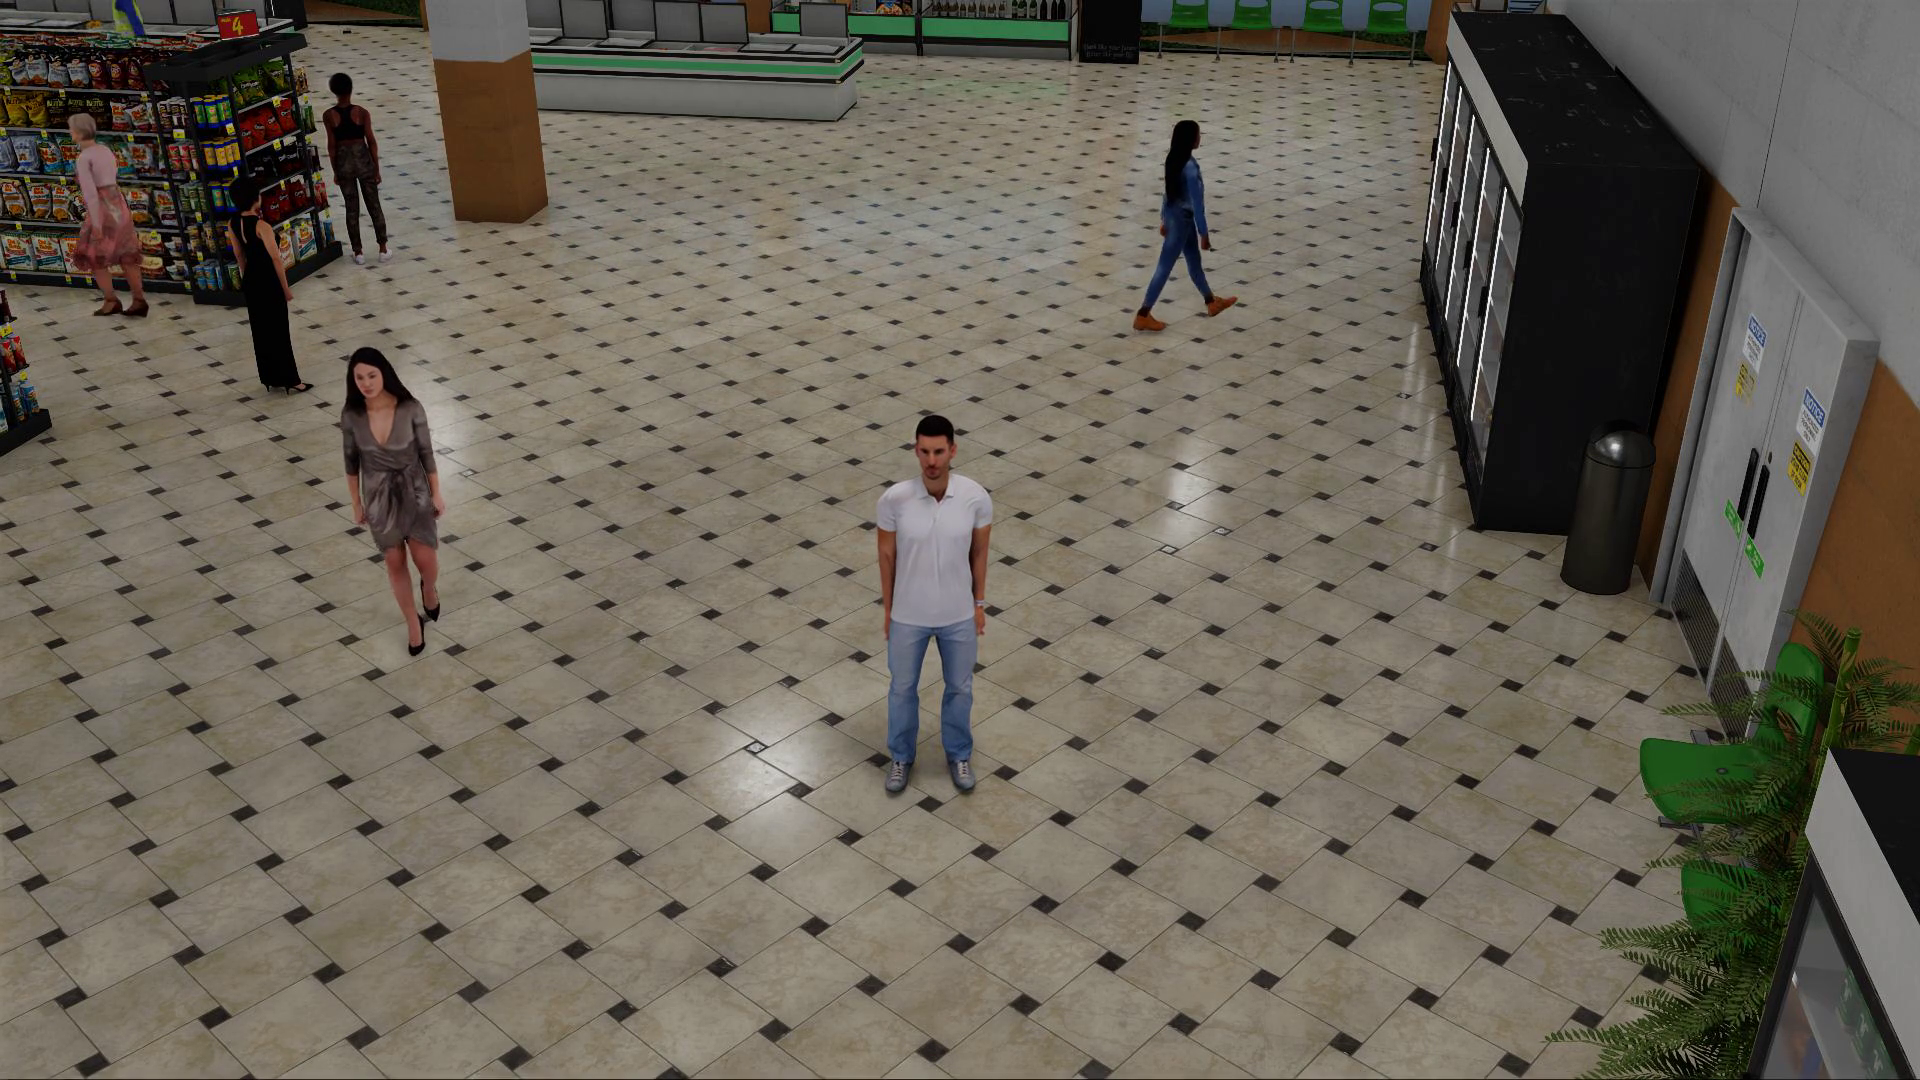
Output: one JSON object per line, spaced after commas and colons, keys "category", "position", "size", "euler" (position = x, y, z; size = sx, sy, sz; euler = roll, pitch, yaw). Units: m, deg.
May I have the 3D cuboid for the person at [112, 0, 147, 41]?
{"category": "person", "position": [-10.110, -6.051, 20.176], "size": [0.773, 1.802, 0.764], "euler": [-7, 28, -13]}

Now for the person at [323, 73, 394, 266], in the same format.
{"category": "person", "position": [-5.421, -3.326, 14.913], "size": [0.612, 1.703, 0.717], "euler": [-8, 28, -15]}

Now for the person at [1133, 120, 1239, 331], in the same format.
{"category": "person", "position": [1.653, -2.459, 13.237], "size": [1.238, 1.672, 0.927], "euler": [-6, 27, -11]}

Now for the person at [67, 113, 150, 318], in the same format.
{"category": "person", "position": [-6.870, -2.614, 13.536], "size": [0.687, 1.677, 0.630], "euler": [4, 27, 7]}

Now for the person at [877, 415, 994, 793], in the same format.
{"category": "person", "position": [-0.120, 0.292, 7.598], "size": [0.572, 1.866, 0.773], "euler": [0, 27, -1]}

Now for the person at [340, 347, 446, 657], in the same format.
{"category": "person", "position": [-2.947, -0.227, 8.765], "size": [0.733, 1.737, 0.790], "euler": [-4, 27, -9]}

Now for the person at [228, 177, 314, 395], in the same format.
{"category": "person", "position": [-5.065, -1.838, 12.088], "size": [0.528, 1.604, 0.685], "euler": [12, 29, 22]}
